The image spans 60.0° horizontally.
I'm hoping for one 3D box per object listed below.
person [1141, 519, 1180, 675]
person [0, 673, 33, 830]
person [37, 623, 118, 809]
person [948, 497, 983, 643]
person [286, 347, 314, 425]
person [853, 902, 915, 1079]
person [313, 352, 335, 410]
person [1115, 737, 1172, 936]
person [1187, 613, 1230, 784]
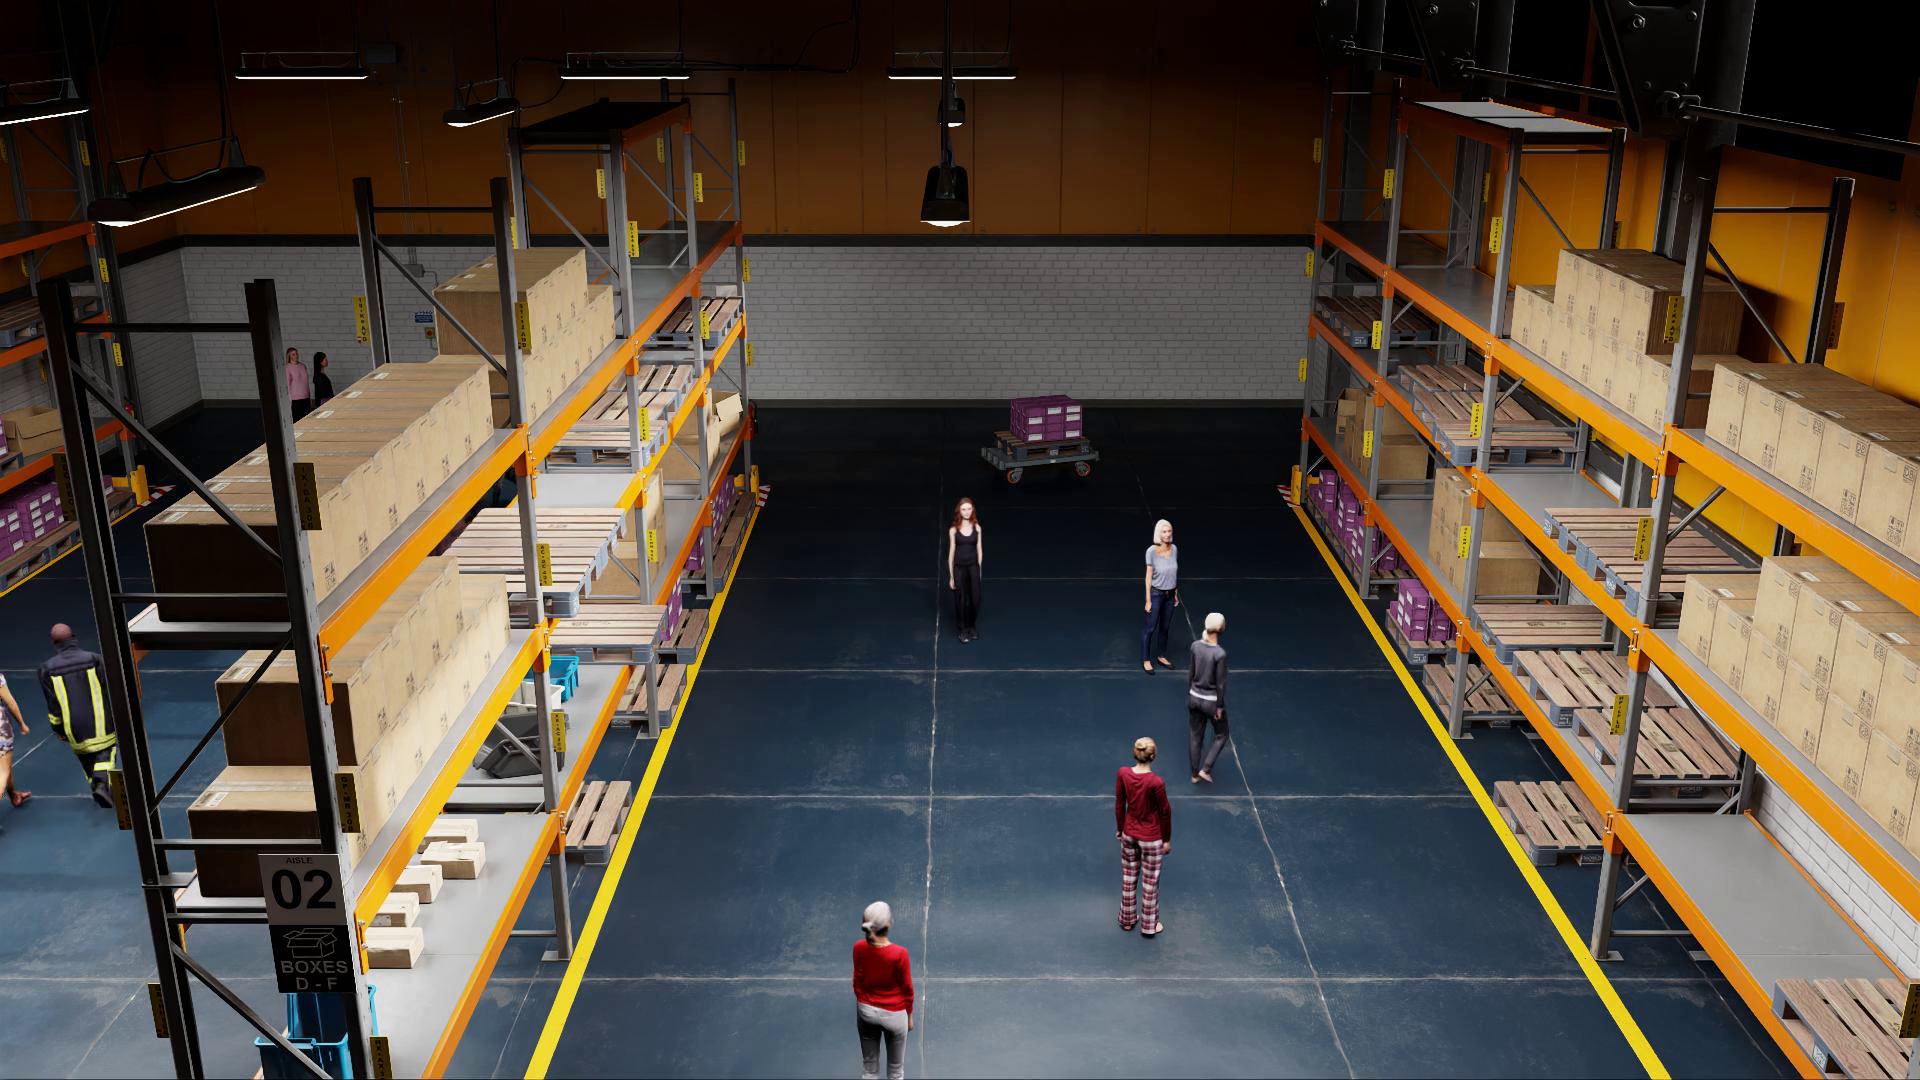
[{"bbox_3d":[2.192,0.600,18.234,0.657,1.722,0.665,-10,21,-28],"label":"person"},{"bbox_3d":[-8.638,1.763,14.819,0.611,1.699,1.071,1,19,2],"label":"person"},{"bbox_3d":[-7.912,1.634,15.046,0.964,1.797,1.064,-7,20,-21],"label":"person"},{"bbox_3d":[0.025,0.319,19.056,0.650,1.732,0.690,-4,19,-13],"label":"person"},{"bbox_3d":[-10.690,-2.281,26.845,0.747,1.688,0.652,12,22,32],"label":"person"},{"bbox_3d":[-0.504,3.113,10.817,0.601,1.694,0.593,5,19,13],"label":"person"},{"bbox_3d":[-10.067,-2.123,26.305,0.718,1.732,0.558,-6,20,-18],"label":"person"},{"bbox_3d":[1.444,2.324,13.157,0.682,1.696,0.694,13,22,33],"label":"person"},{"bbox_3d":[2.264,1.511,15.544,0.748,1.713,0.797,14,23,36],"label":"person"}]
